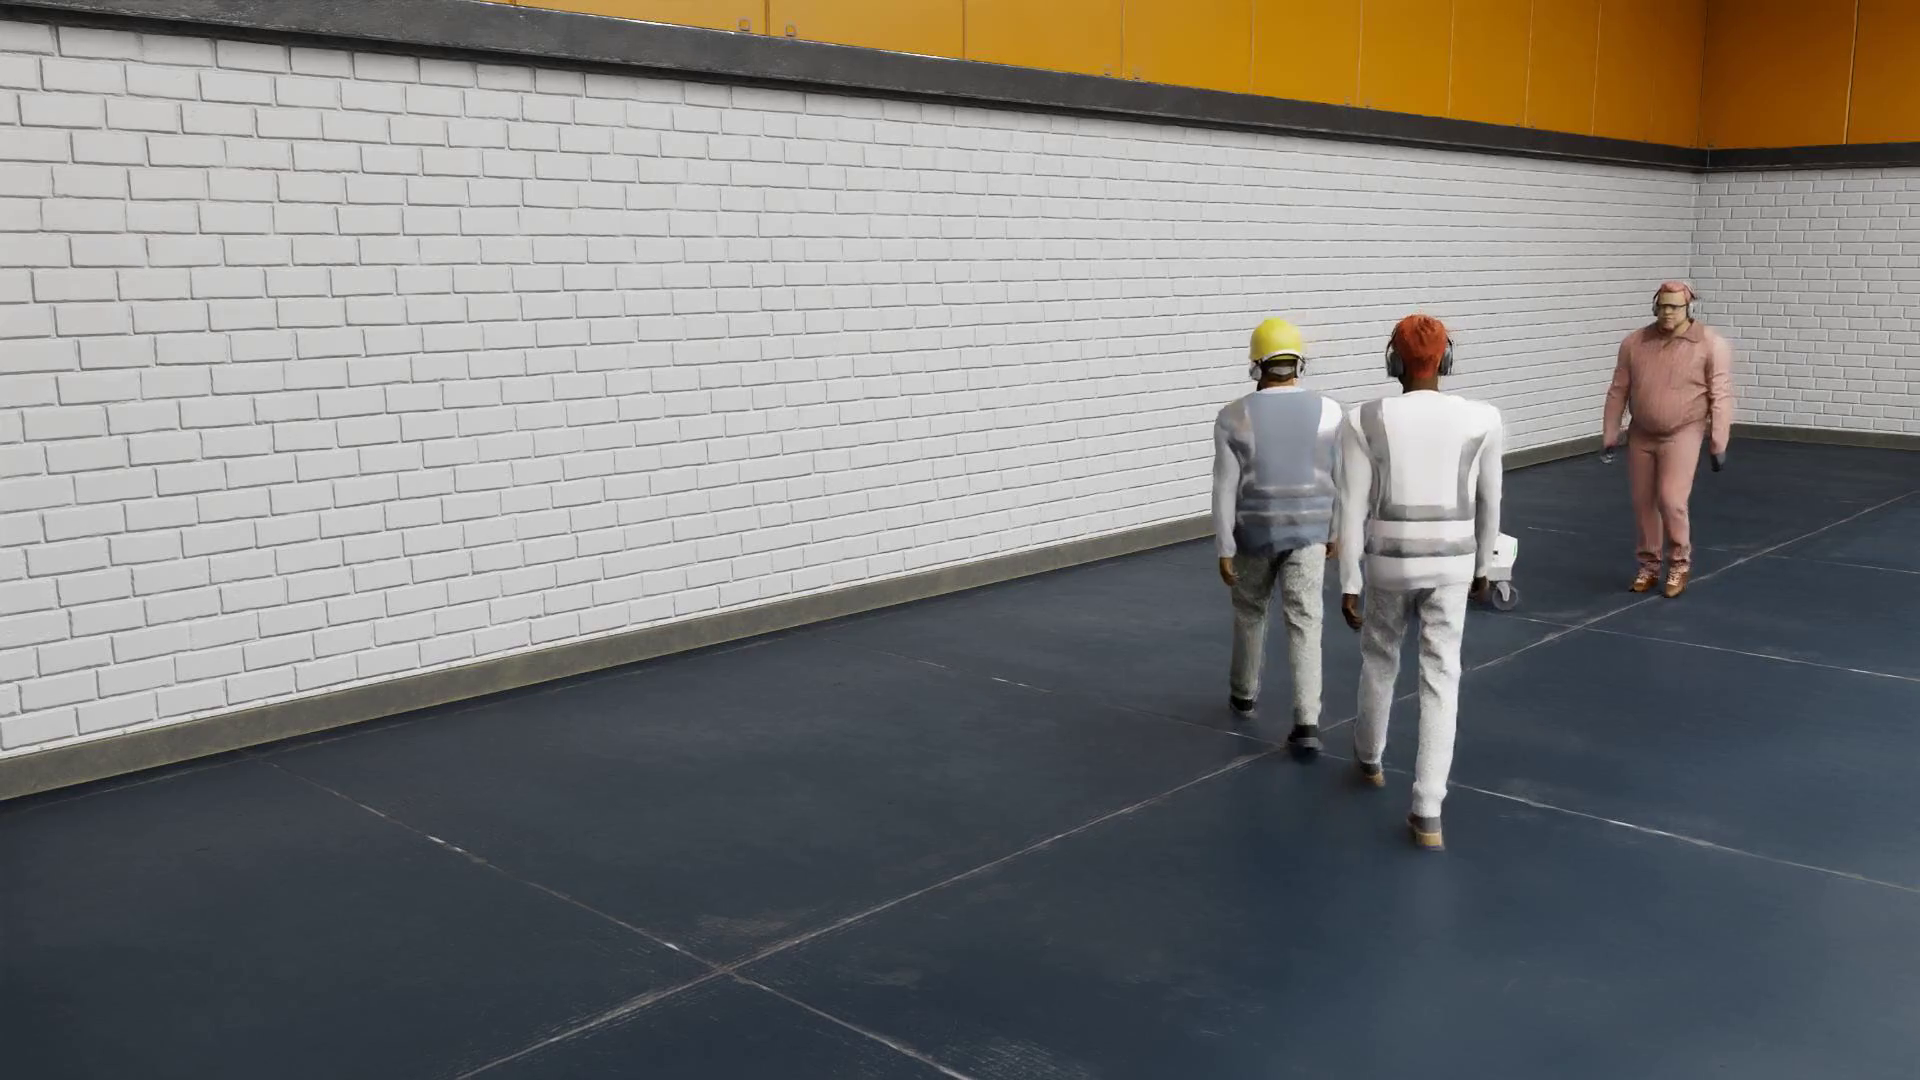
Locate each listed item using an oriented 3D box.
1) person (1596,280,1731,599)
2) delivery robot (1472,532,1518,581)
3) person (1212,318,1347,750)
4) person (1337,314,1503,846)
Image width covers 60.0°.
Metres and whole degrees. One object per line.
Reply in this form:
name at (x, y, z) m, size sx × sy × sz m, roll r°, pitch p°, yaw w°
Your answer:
person at (4.184, -0.594, 9.906) m, size 0.505 × 1.887 × 0.663 m, roll -9°, pitch 13°, yaw -42°
delivery robot at (2.831, 0.078, 9.599) m, size 0.707 × 0.478 × 0.477 m, roll -1°, pitch 10°, yaw -7°
person at (1.349, -0.039, 7.019) m, size 0.585 × 1.792 × 0.922 m, roll 0°, pitch 10°, yaw 3°
person at (1.660, 0.105, 6.071) m, size 0.582 × 1.829 × 0.975 m, roll 2°, pitch 10°, yaw 10°
